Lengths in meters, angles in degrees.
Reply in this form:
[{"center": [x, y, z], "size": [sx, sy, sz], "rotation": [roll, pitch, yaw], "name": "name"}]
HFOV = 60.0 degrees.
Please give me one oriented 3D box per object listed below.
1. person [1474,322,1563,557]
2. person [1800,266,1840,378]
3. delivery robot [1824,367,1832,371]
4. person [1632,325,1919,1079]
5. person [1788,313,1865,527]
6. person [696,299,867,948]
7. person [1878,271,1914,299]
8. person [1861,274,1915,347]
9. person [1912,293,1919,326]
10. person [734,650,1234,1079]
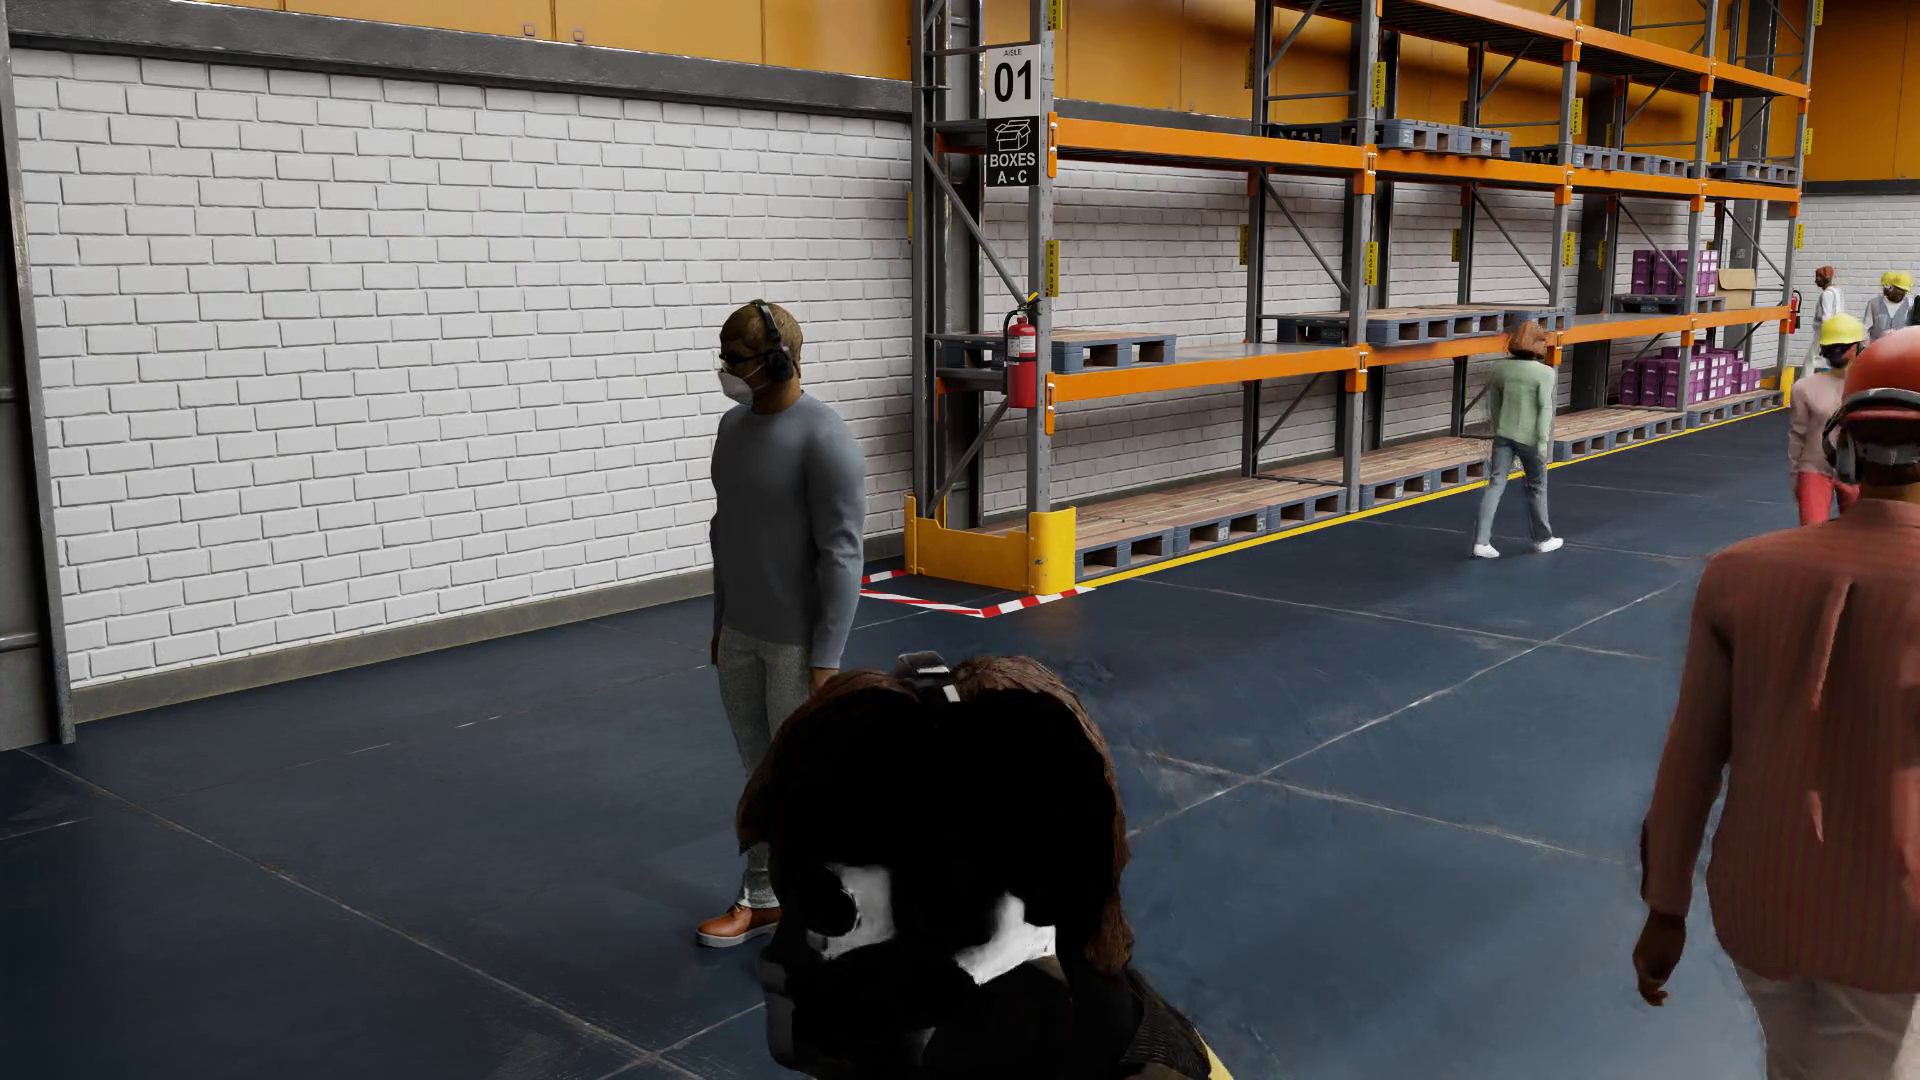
[{"center": [3.773, -0.675, 11.204], "size": [0.852, 1.583, 0.516], "rotation": [-7, 12, -36], "name": "person"}, {"center": [11.719, -2.772, 22.440], "size": [0.953, 1.844, 0.589], "rotation": [8, 13, 37], "name": "person"}, {"center": [11.070, -1.965, 21.231], "size": [0.707, 0.478, 0.477], "rotation": [-7, 12, -34], "name": "delivery robot"}, {"center": [1.539, 0.629, 2.770], "size": [0.896, 1.946, 0.619], "rotation": [-6, 12, -32], "name": "person"}, {"center": [4.771, -0.368, 9.039], "size": [0.520, 1.734, 0.759], "rotation": [6, 12, 30], "name": "person"}, {"center": [-0.520, 0.284, 4.774], "size": [0.370, 1.934, 0.627], "rotation": [-8, 13, -40], "name": "person"}, {"center": [12.511, -2.698, 22.255], "size": [0.926, 1.776, 0.615], "rotation": [-2, 10, -10], "name": "person"}, {"center": [11.271, -2.342, 20.217], "size": [0.620, 1.753, 0.933], "rotation": [6, 12, 32], "name": "person"}, {"center": [11.710, -2.371, 20.048], "size": [0.592, 1.888, 0.831], "rotation": [-1, 10, -6], "name": "person"}, {"center": [0.026, 0.971, 1.171], "size": [0.456, 1.820, 0.660], "rotation": [-4, 11, -20], "name": "person"}]
